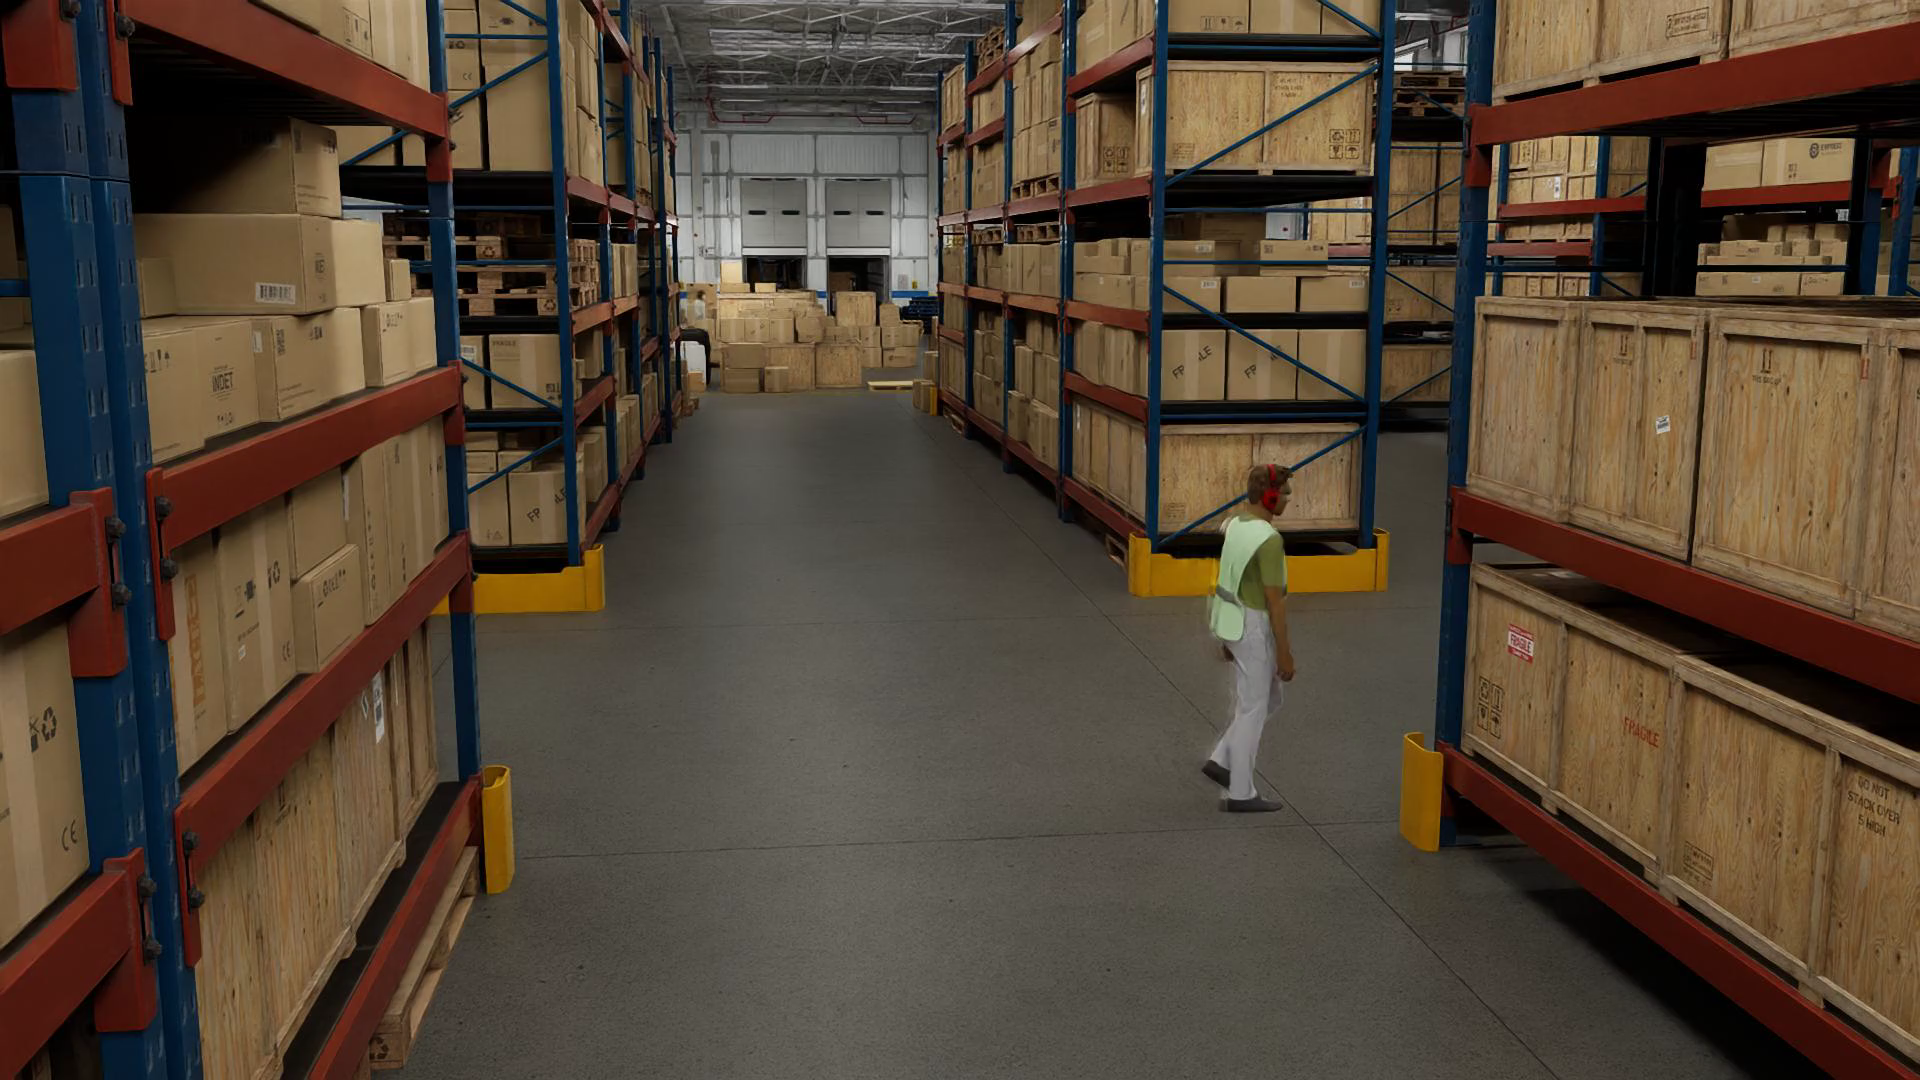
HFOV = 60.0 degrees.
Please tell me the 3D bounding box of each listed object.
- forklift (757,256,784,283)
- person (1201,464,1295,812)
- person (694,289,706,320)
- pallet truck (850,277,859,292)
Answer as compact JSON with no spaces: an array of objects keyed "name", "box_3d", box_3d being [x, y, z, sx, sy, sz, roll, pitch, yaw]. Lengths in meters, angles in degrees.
[{"name":"forklift","box_3d":[-6.951,-9.037,61.177,1.129,2.768,1.873,-7,12,-34]},{"name":"person","box_3d":[1.528,0.519,8.605,0.446,1.831,0.586,-1,10,-5]},{"name":"person","box_3d":[-7.477,-6.191,47.432,0.787,1.915,0.634,1,10,4]},{"name":"pallet truck","box_3d":[-3.782,-9.391,65.808,1.885,1.965,0.823,2,10,10]}]
